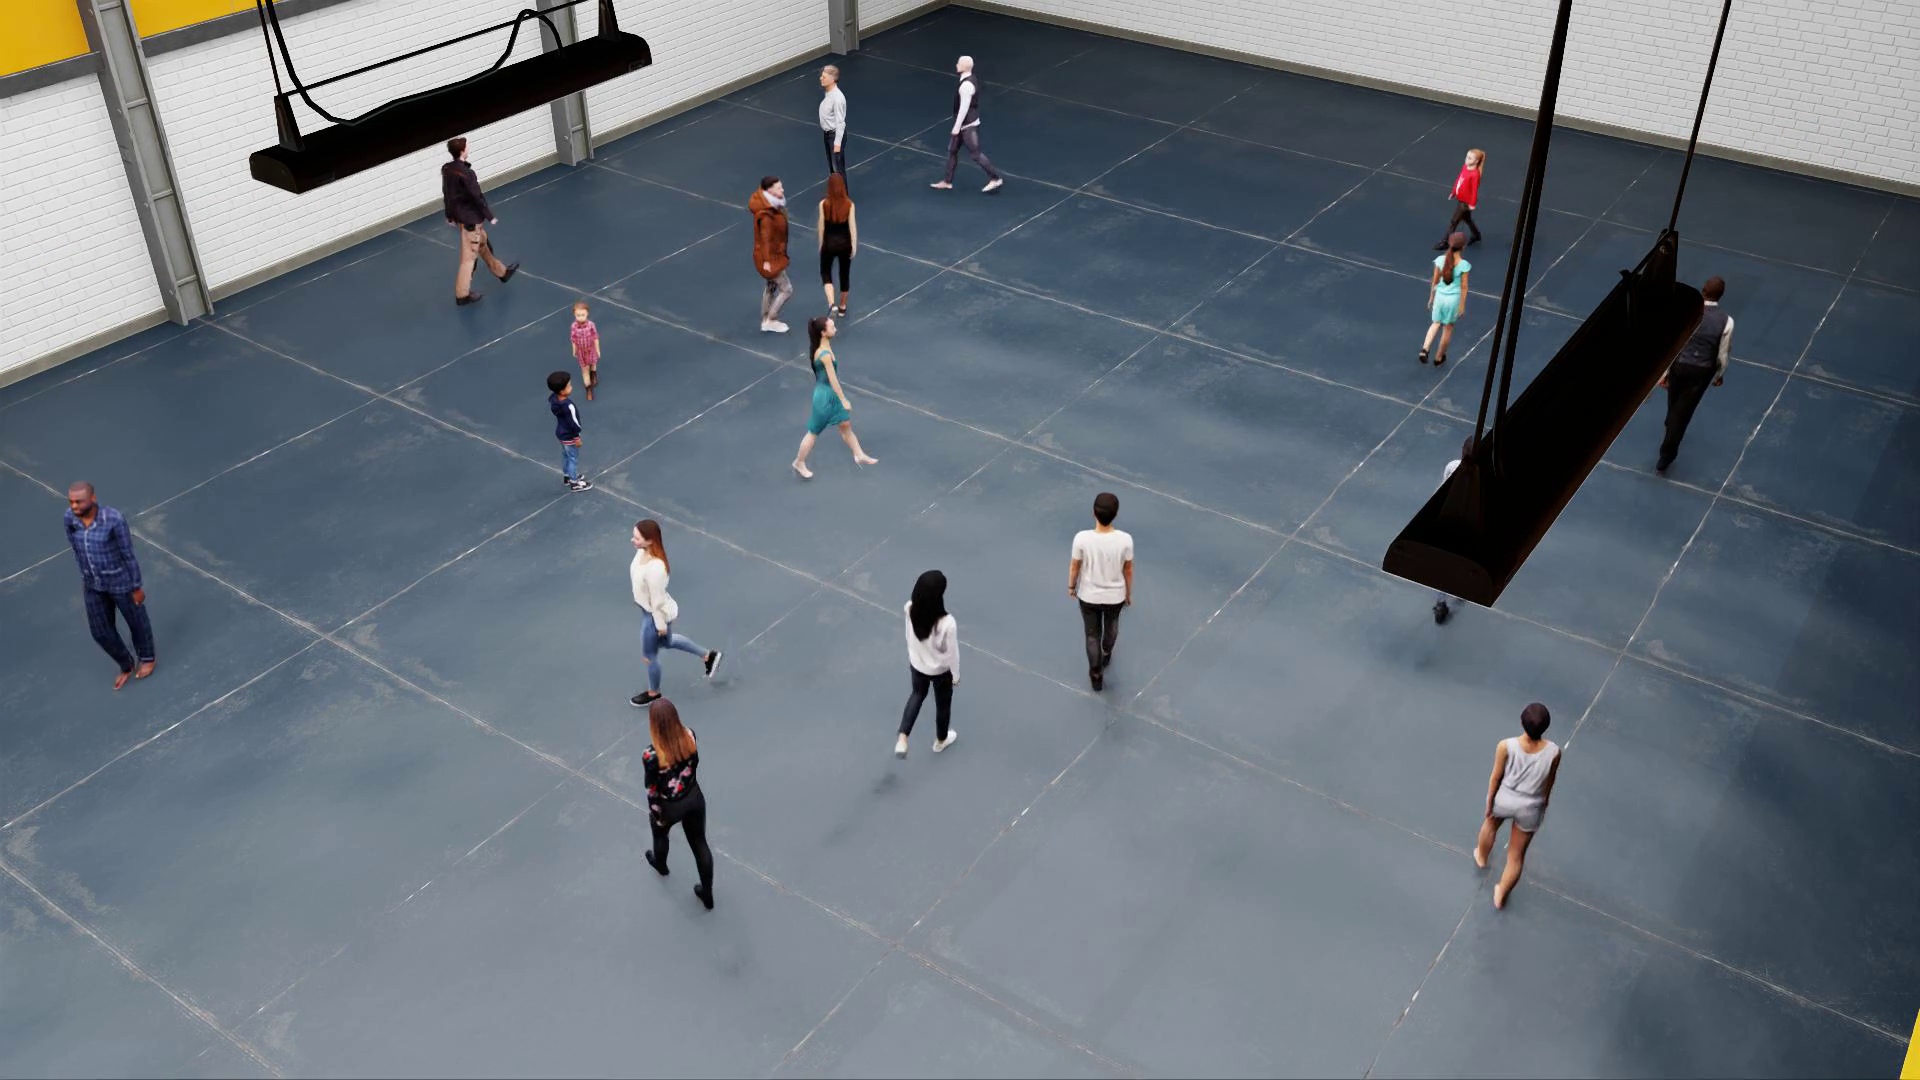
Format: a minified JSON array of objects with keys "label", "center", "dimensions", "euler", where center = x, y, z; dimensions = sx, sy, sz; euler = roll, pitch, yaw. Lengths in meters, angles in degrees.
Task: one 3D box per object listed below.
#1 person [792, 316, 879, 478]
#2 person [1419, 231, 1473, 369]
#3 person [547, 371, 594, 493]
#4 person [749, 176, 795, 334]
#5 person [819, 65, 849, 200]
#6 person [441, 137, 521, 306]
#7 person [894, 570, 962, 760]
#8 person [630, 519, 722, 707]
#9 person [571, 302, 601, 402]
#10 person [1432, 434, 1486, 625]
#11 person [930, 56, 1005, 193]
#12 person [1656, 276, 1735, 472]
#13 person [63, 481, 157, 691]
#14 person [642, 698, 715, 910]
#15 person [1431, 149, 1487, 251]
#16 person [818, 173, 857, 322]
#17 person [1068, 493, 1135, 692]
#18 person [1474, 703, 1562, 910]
[{"label":"person","center":[-1.340,-1.287,15.571],"dimensions":[1.051,1.636,1.037],"euler":[-3,34,-4]},{"label":"person","center":[5.091,-2.489,17.460],"dimensions":[0.573,1.547,0.763],"euler":[24,41,32]},{"label":"person","center":[-3.674,-1.030,15.559],"dimensions":[0.569,1.221,0.578],"euler":[-21,39,-29]},{"label":"person","center":[-2.146,-3.074,18.093],"dimensions":[0.892,1.821,0.835],"euler":[-6,34,-9]},{"label":"person","center":[-1.604,-5.164,21.238],"dimensions":[0.753,1.820,0.739],"euler":[-13,36,-18]},{"label":"person","center":[-5.617,-3.555,18.766],"dimensions":[0.801,1.876,1.221],"euler":[27,42,34]},{"label":"person","center":[-0.259,0.948,12.161],"dimensions":[0.633,1.689,0.854],"euler":[20,38,27]},{"label":"person","center":[-2.252,0.543,12.786],"dimensions":[1.069,1.671,0.986],"euler":[-8,35,-12]},{"label":"person","center":[-3.866,-2.010,17.223],"dimensions":[0.726,1.011,0.773],"euler":[-7,34,-10]},{"label":"person","center":[4.095,-0.068,13.677],"dimensions":[0.645,1.702,0.909],"euler":[18,38,25]},{"label":"person","center":[0.174,-5.324,21.516],"dimensions":[1.220,1.779,1.243],"euler":[-2,34,-2]},{"label":"person","center":[6.897,-1.526,15.726],"dimensions":[0.766,1.863,1.261],"euler":[18,38,25]},{"label":"person","center":[-6.616,0.277,13.063],"dimensions":[0.835,1.808,0.870],"euler":[2,34,3]},{"label":"person","center":[-1.812,1.773,10.951],"dimensions":[0.936,1.654,0.837],"euler":[-20,39,-28]},{"label":"person","center":[6.190,-4.130,20.193],"dimensions":[0.928,1.254,0.883],"euler":[-5,34,-7]},{"label":"person","center":[-1.375,-3.205,18.384],"dimensions":[0.906,1.716,0.999],"euler":[-3,34,-4]},{"label":"person","center":[1.105,0.440,12.907],"dimensions":[0.874,1.709,0.949],"euler":[-1,34,-1]},{"label":"person","center":[3.682,1.794,10.980],"dimensions":[0.701,1.588,0.864],"euler":[11,35,16]}]
